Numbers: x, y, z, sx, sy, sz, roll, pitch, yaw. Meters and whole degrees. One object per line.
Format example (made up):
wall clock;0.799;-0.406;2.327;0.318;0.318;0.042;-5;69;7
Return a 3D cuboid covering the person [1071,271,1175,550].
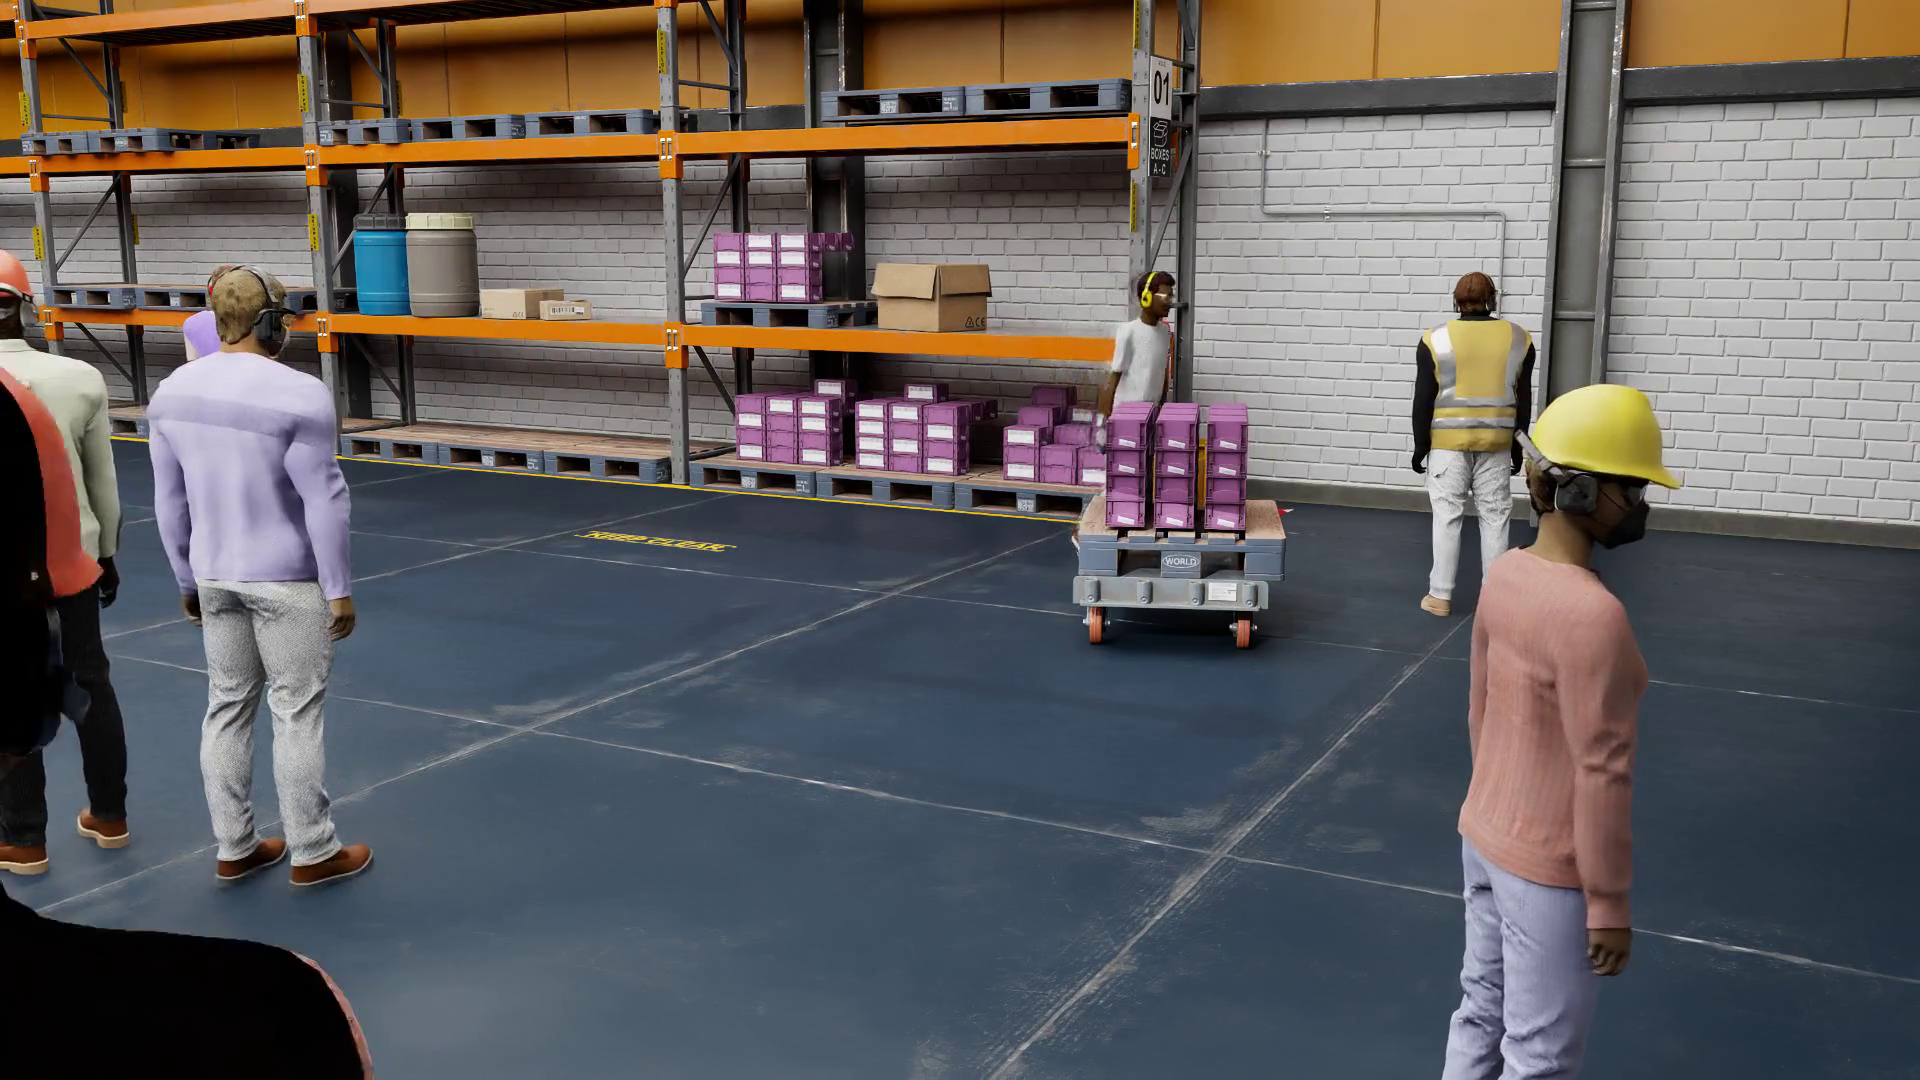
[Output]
person;1.033;-0.730;10.202;0.882;1.826;0.508;7;12;33

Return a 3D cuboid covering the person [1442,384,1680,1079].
person;1.102;0.594;3.086;0.329;1.763;0.523;-1;10;-3

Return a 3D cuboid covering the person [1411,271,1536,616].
person;2.716;-0.503;8.889;0.624;1.841;0.430;1;10;3

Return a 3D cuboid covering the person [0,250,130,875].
person;-3.006;0.069;5.332;0.396;1.988;0.614;8;13;36

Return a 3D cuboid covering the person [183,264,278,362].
person;-4.611;-0.823;10.615;0.564;1.847;0.390;-2;10;-10

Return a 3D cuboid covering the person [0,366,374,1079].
person;-0.642;0.848;1.116;0.617;1.977;0.435;1;10;3

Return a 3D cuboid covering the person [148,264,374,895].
person;-2.153;0.132;5.131;0.635;1.937;0.352;3;11;15
